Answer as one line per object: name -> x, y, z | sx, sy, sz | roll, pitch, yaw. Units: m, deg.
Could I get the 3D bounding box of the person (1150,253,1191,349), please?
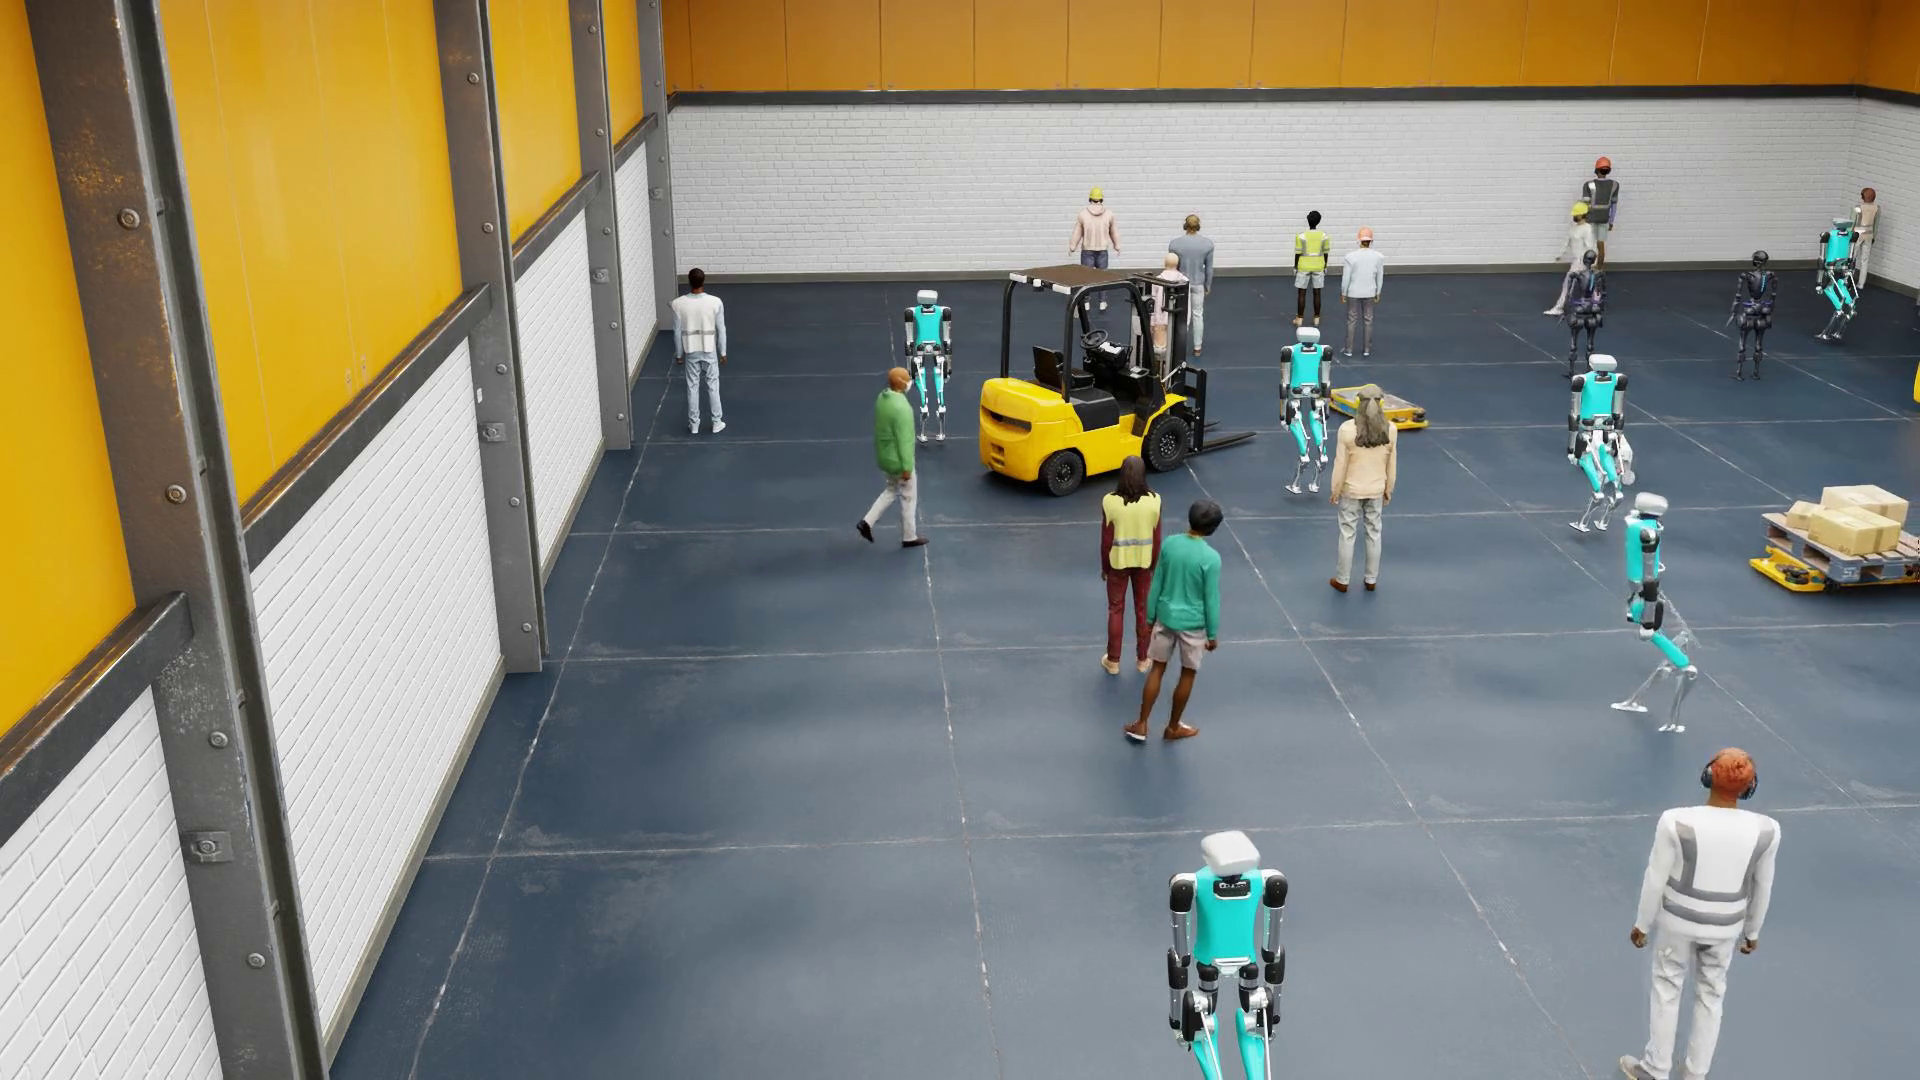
person -> 2.613, -2.684, 20.739 | 0.535, 1.783, 0.398 | -2, 20, -4

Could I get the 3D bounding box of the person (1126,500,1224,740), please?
person -> 1.518, 0.597, 11.760 | 0.615, 1.819, 0.504 | 15, 25, 35

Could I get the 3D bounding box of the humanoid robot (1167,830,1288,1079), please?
humanoid robot -> 1.214, 2.176, 7.369 | 0.533, 1.681, 0.735 | -1, 20, -4

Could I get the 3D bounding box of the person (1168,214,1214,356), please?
person -> 3.122, -3.460, 22.632 | 0.634, 1.938, 0.363 | -2, 20, -4

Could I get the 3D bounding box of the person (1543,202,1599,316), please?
person -> 9.375, -4.246, 25.102 | 0.950, 1.707, 0.521 | -1, 20, -2

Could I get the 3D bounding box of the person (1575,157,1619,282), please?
person -> 10.499, -5.287, 27.463 | 0.613, 2.042, 0.370 | -2, 20, -4

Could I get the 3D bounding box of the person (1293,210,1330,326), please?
person -> 5.138, -3.978, 24.392 | 0.540, 1.695, 0.316 | -2, 20, -4

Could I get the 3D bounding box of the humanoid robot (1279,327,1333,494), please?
humanoid robot -> 3.514, -1.256, 16.725 | 0.533, 1.677, 0.735 | -1, 20, -4

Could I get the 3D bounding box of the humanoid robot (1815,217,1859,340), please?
humanoid robot -> 12.250, -3.593, 23.093 | 0.533, 1.677, 0.735 | -1, 20, -4

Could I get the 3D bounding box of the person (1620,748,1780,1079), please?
person -> 3.626, 1.892, 8.180 | 0.617, 1.876, 0.339 | 2, 20, 6

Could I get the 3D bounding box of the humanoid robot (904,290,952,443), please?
humanoid robot -> -0.335, -1.884, 18.435 | 0.533, 1.677, 0.735 | -1, 20, -4

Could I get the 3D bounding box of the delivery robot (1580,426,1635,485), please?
delivery robot -> 6.934, -0.919, 17.744 | 0.509, 0.613, 0.785 | 4, 21, 11

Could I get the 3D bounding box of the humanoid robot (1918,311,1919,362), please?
humanoid robot -> 13.126, -3.154, 22.158 | 0.599, 1.657, 0.315 | -1, 20, -4

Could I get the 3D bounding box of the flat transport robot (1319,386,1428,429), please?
flat transport robot -> 4.929, -1.591, 19.963 | 0.659, 0.231, 1.431 | -7, 21, -19

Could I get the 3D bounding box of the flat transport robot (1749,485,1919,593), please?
flat transport robot -> 7.973, 0.238, 14.979 | 1.431, 0.231, 0.659 | -3, 20, -8

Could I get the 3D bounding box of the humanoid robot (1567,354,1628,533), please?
humanoid robot -> 6.049, -0.862, 15.651 | 0.533, 1.677, 0.735 | -1, 20, -4

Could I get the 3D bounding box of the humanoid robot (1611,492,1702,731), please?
humanoid robot -> 5.151, 0.532, 12.073 | 0.796, 1.795, 0.533 | 3, 20, 7

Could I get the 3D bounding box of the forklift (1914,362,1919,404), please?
forklift -> 12.602, -2.435, 19.475 | 2.313, 2.155, 1.214 | -1, 20, -4

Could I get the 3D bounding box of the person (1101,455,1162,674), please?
person -> 1.322, 0.200, 12.904 | 0.476, 1.768, 0.369 | -2, 20, -4

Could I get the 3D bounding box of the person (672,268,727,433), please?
person -> -2.984, -2.176, 19.160 | 0.595, 1.921, 0.383 | -2, 20, -4

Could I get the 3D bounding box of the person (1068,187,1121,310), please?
person -> 2.069, -4.453, 25.439 | 0.815, 1.866, 0.401 | -2, 20, -4

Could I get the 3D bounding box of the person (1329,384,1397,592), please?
person -> 3.513, -0.438, 14.490 | 0.565, 1.876, 0.405 | -2, 20, -4

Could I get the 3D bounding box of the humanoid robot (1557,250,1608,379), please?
humanoid robot -> 8.069, -2.926, 21.536 | 0.599, 1.657, 0.315 | -1, 20, -4

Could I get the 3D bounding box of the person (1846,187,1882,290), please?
person -> 14.560, -4.864, 26.886 | 0.521, 1.639, 0.304 | -2, 20, -4

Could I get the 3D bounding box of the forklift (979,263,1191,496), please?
forklift -> 1.315, -1.764, 17.646 | 2.313, 2.155, 1.214 | -14, 24, -33

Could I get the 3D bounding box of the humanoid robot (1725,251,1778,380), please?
humanoid robot -> 10.230, -2.904, 21.473 | 0.599, 1.659, 0.315 | -1, 20, -4

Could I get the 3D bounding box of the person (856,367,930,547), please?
person -> -0.617, -0.751, 15.505 | 0.611, 1.763, 0.551 | -11, 23, -28

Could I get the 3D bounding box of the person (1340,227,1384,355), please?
person -> 5.478, -3.396, 22.723 | 0.571, 1.750, 0.329 | -2, 20, -4
